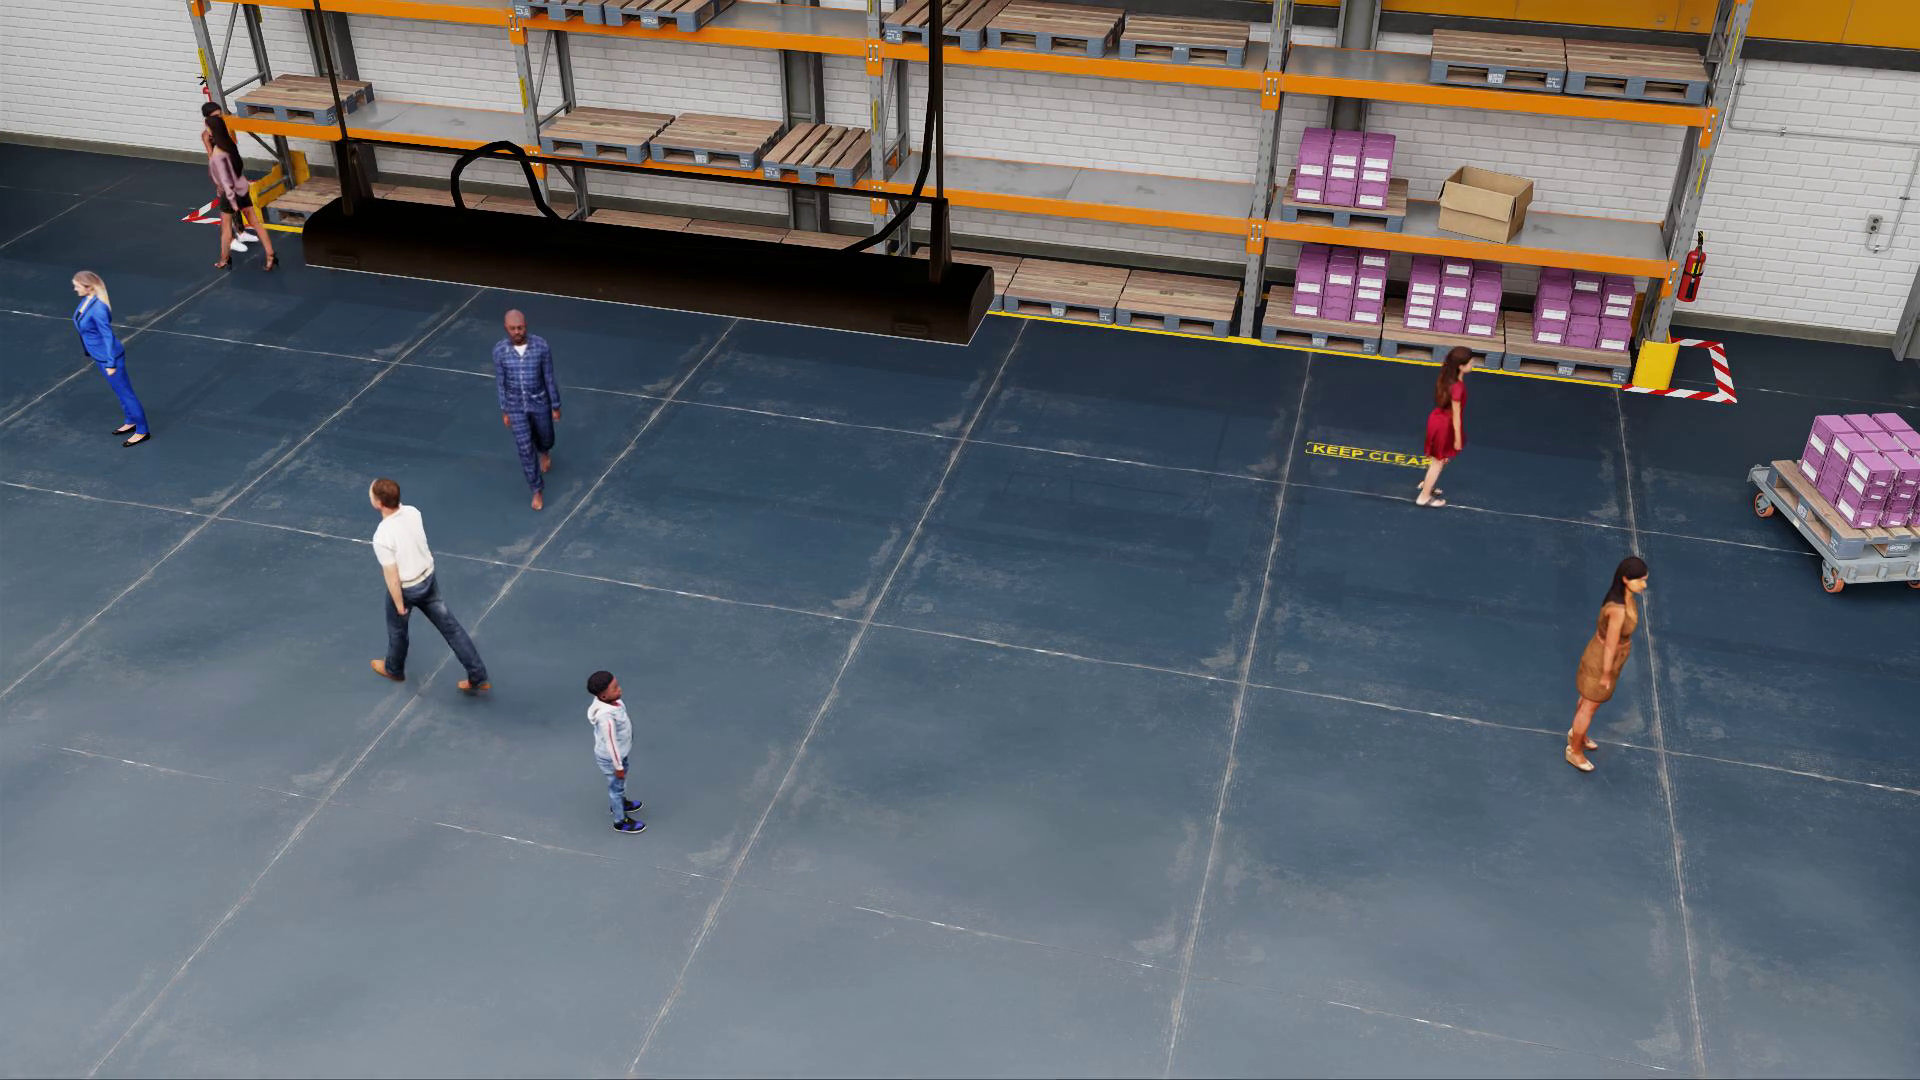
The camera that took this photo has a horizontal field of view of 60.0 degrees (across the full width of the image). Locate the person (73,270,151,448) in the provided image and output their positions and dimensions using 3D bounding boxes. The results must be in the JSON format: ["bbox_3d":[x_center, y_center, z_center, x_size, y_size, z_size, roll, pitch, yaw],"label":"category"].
[{"bbox_3d":[-7.789,-1.690,15.247,0.765,1.700,0.674,-24,40,-31],"label":"person"}]

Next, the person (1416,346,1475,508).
[{"bbox_3d":[4.097,-0.970,14.308,0.704,1.541,0.643,0,34,-1],"label":"person"}]

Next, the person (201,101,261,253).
[{"bbox_3d":[-8.390,-4.171,18.979,0.536,1.702,0.577,7,34,10],"label":"person"}]

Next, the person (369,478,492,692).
[{"bbox_3d":[-3.861,0.373,12.045,1.302,1.810,0.815,14,36,20],"label":"person"}]

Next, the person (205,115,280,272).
[{"bbox_3d":[-7.864,-3.779,18.319,1.014,1.778,0.738,2,34,3],"label":"person"}]

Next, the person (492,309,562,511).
[{"bbox_3d":[-3.752,-1.212,14.445,1.123,1.793,1.075,-9,35,-14],"label":"person"}]

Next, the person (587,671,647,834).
[{"bbox_3d":[-2.305,1.380,11.026,0.593,1.261,0.556,-6,34,-9],"label":"person"}]

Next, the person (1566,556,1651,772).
[{"bbox_3d":[4.445,0.831,11.467,0.563,1.686,0.591,15,37,22],"label":"person"}]
